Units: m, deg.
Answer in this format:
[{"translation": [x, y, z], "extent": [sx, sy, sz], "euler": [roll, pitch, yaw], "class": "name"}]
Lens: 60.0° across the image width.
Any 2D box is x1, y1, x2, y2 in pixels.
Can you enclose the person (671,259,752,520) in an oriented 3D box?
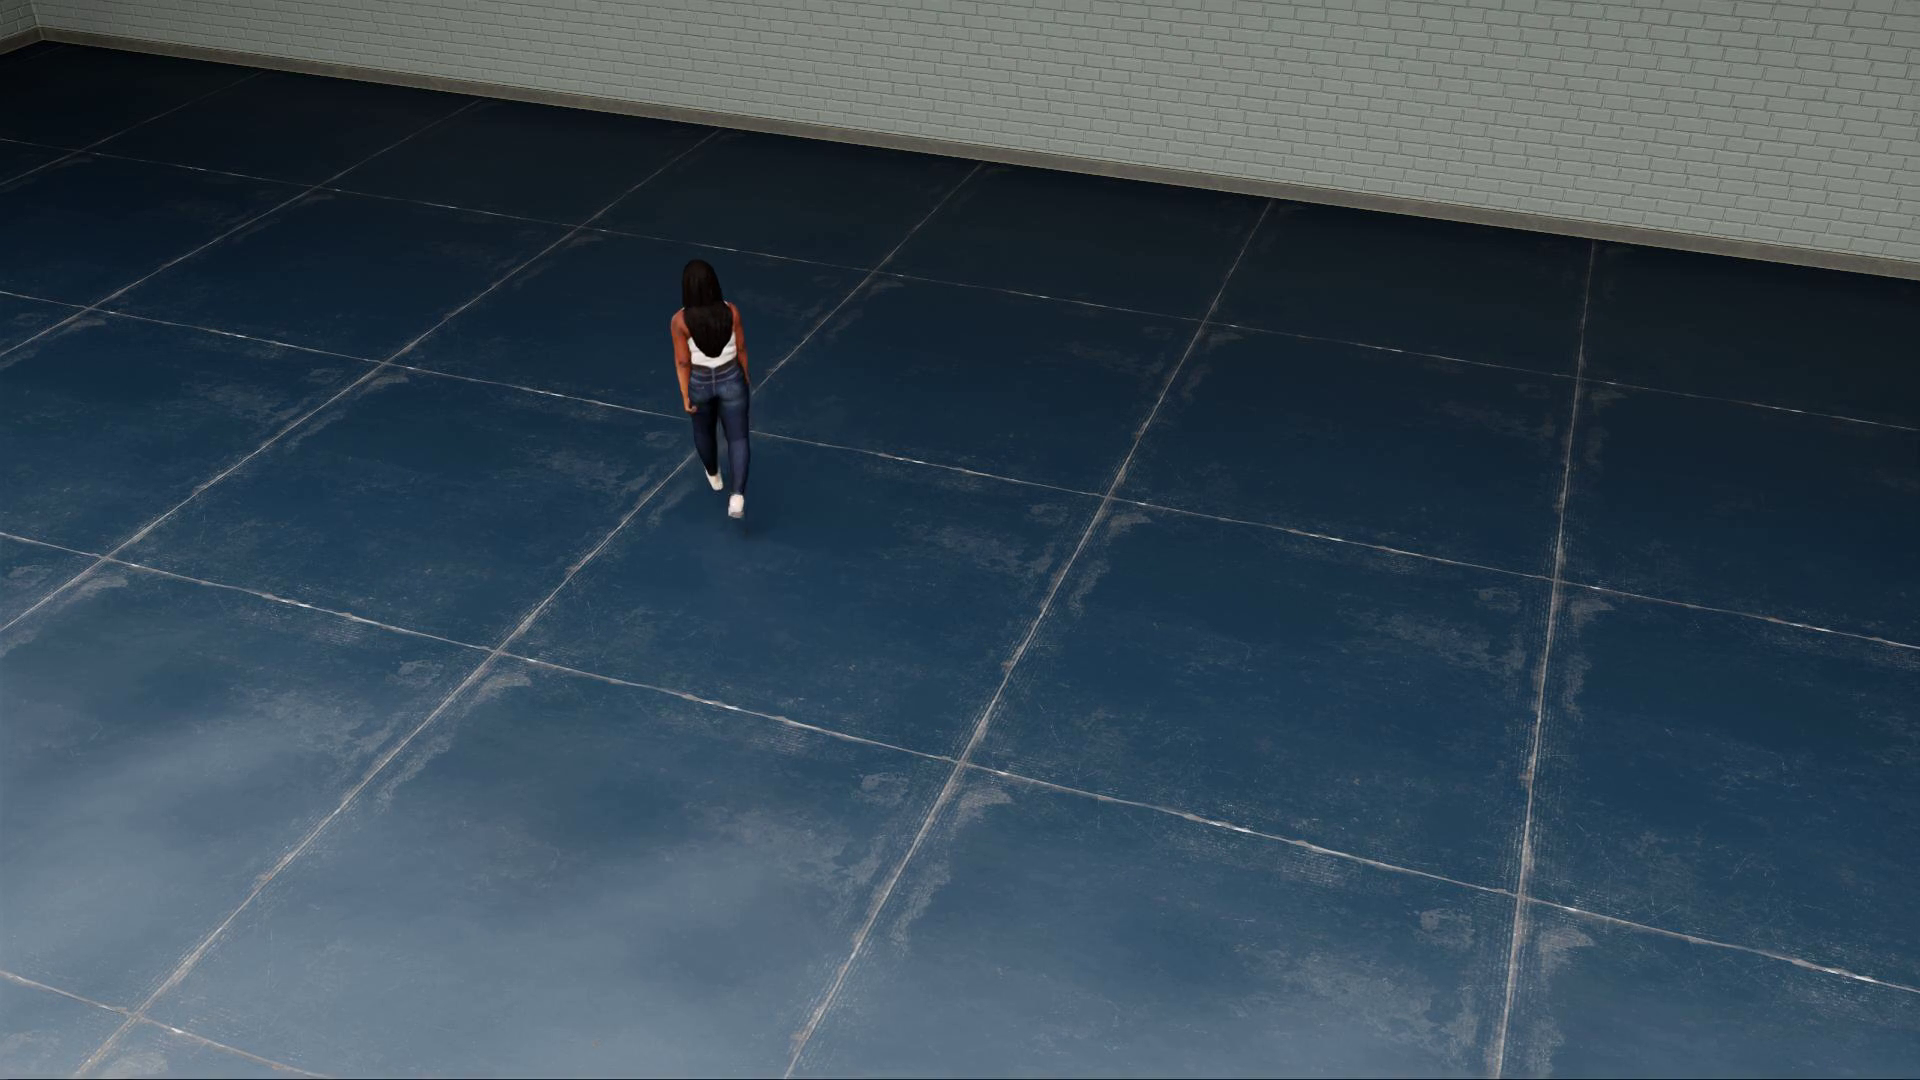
[{"translation": [-1.591, -0.964, 10.981], "extent": [1.004, 1.782, 1.228], "euler": [-5, 33, -8], "class": "person"}]
